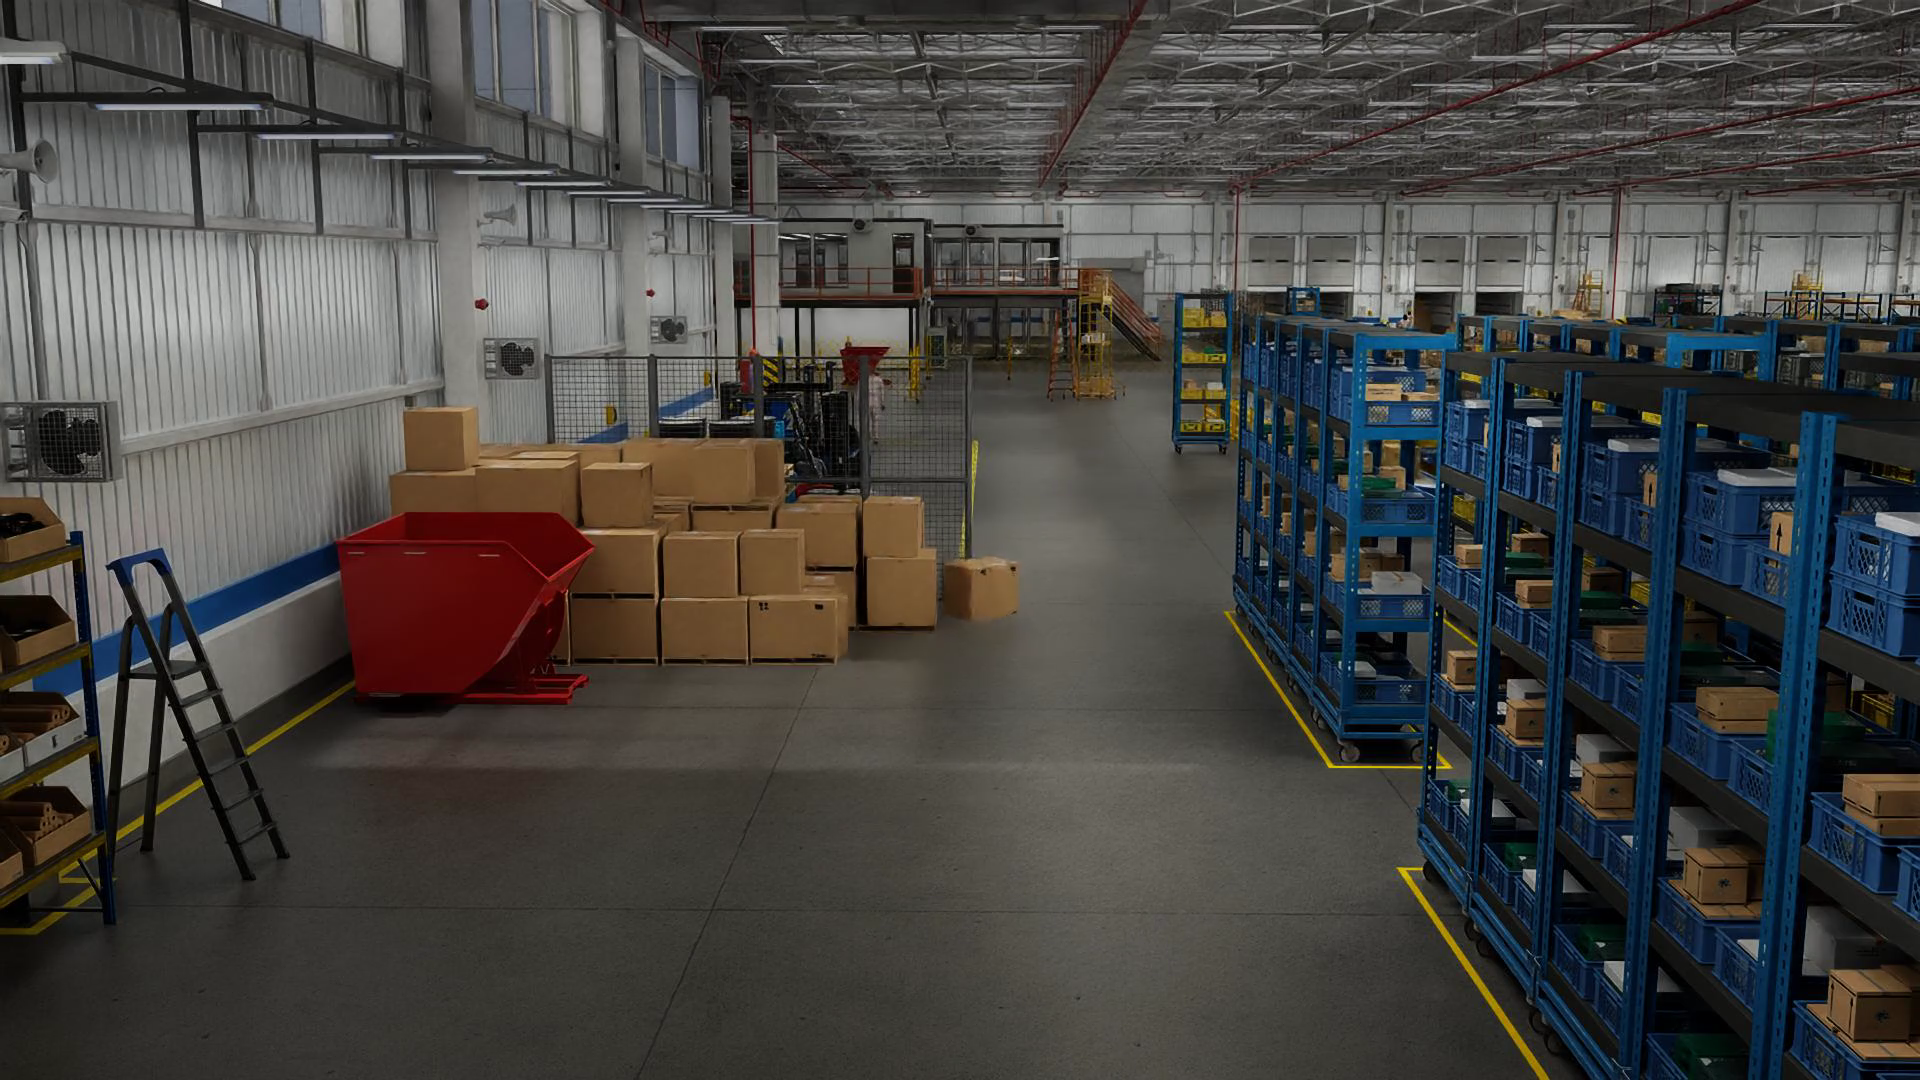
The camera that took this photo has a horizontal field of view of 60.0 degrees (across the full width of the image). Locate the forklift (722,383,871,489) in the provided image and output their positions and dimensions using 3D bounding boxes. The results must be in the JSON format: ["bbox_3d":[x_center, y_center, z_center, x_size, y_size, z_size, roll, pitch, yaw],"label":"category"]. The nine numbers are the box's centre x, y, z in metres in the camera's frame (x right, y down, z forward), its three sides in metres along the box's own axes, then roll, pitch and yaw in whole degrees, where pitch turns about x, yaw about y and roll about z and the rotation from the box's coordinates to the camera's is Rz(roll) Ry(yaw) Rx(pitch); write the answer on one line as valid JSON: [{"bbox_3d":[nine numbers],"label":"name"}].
[{"bbox_3d":[-2.893,-1.687,28.729,2.680,1.987,1.157,0,9,-1],"label":"forklift"}]

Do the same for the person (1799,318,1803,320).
[{"bbox_3d":[39.207,-9.418,77.667,0.591,1.908,0.577,5,10,28],"label":"person"}]

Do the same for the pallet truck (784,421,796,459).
[{"bbox_3d":[-4.013,-1.793,32.705,1.601,1.201,0.680,0,9,1],"label":"pallet truck"}]

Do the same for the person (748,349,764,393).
[{"bbox_3d":[-5.430,-4.038,44.106,0.423,2.035,0.601,4,10,26],"label":"person"}]

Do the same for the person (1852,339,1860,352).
[{"bbox_3d":[34.566,-7.310,64.237,0.868,2.000,0.701,5,10,27],"label":"person"}]

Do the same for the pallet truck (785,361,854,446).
[{"bbox_3d":[-3.410,-3.193,38.978,1.885,1.965,0.823,0,9,-1],"label":"pallet truck"}]

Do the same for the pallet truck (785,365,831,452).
[{"bbox_3d":[-3.774,-2.976,37.635,1.885,1.965,0.823,1,9,5],"label":"pallet truck"}]

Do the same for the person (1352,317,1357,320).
[{"bbox_3d":[19.052,-9.816,80.136,0.642,1.912,0.921,8,12,42],"label":"person"}]

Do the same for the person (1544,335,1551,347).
[{"bbox_3d":[23.730,-7.660,67.039,0.887,1.840,0.526,-1,9,-9],"label":"person"}]

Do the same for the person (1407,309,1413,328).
[{"bbox_3d":[25.589,-12.175,94.636,0.396,1.918,0.589,6,11,31],"label":"person"}]

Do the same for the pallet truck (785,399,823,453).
[{"bbox_3d":[-3.814,-2.432,36.419,1.630,1.274,0.653,0,9,1],"label":"pallet truck"}]

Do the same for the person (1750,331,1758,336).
[{"bbox_3d":[35.478,-8.820,74.297,0.935,1.812,0.530,5,11,30],"label":"person"}]

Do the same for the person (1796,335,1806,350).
[{"bbox_3d":[30.731,-6.682,60.909,0.311,1.864,0.533,-2,9,-11],"label":"person"}]

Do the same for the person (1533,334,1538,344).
[{"bbox_3d":[23.702,-7.996,68.839,0.564,1.915,0.511,-2,9,-14],"label":"person"}]

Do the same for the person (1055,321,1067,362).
[{"bbox_3d":[4.567,-8.889,74.521,0.719,1.856,0.580,1,9,4],"label":"person"}]

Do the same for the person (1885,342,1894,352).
[{"bbox_3d":[32.812,-6.324,58.388,0.617,1.963,0.361,6,11,32],"label":"person"}]

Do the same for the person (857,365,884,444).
[{"bbox_3d":[-2.121,-3.229,39.552,0.674,1.883,0.450,-2,9,-11],"label":"person"}]

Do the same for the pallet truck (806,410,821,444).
[{"bbox_3d":[-3.559,-2.018,33.905,1.522,1.261,0.704,0,9,-1],"label":"pallet truck"}]

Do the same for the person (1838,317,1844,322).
[{"bbox_3d":[47.237,-11.177,89.169,0.362,1.682,0.541,-5,10,-28],"label":"person"}]

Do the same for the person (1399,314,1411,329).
[{"bbox_3d":[23.140,-10.832,86.579,0.627,1.844,0.429,3,10,20],"label":"person"}]

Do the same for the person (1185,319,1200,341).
[{"bbox_3d":[13.676,-12.618,97.433,1.011,1.900,0.638,1,9,7],"label":"person"}]

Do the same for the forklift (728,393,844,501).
[{"bbox_3d":[-2.979,-1.316,26.476,2.680,1.987,1.157,0,9,1],"label":"forklift"}]

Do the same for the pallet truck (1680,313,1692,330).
[{"bbox_3d":[36.315,-10.531,84.244,0.823,1.965,1.885,-6,11,-33],"label":"pallet truck"}]
